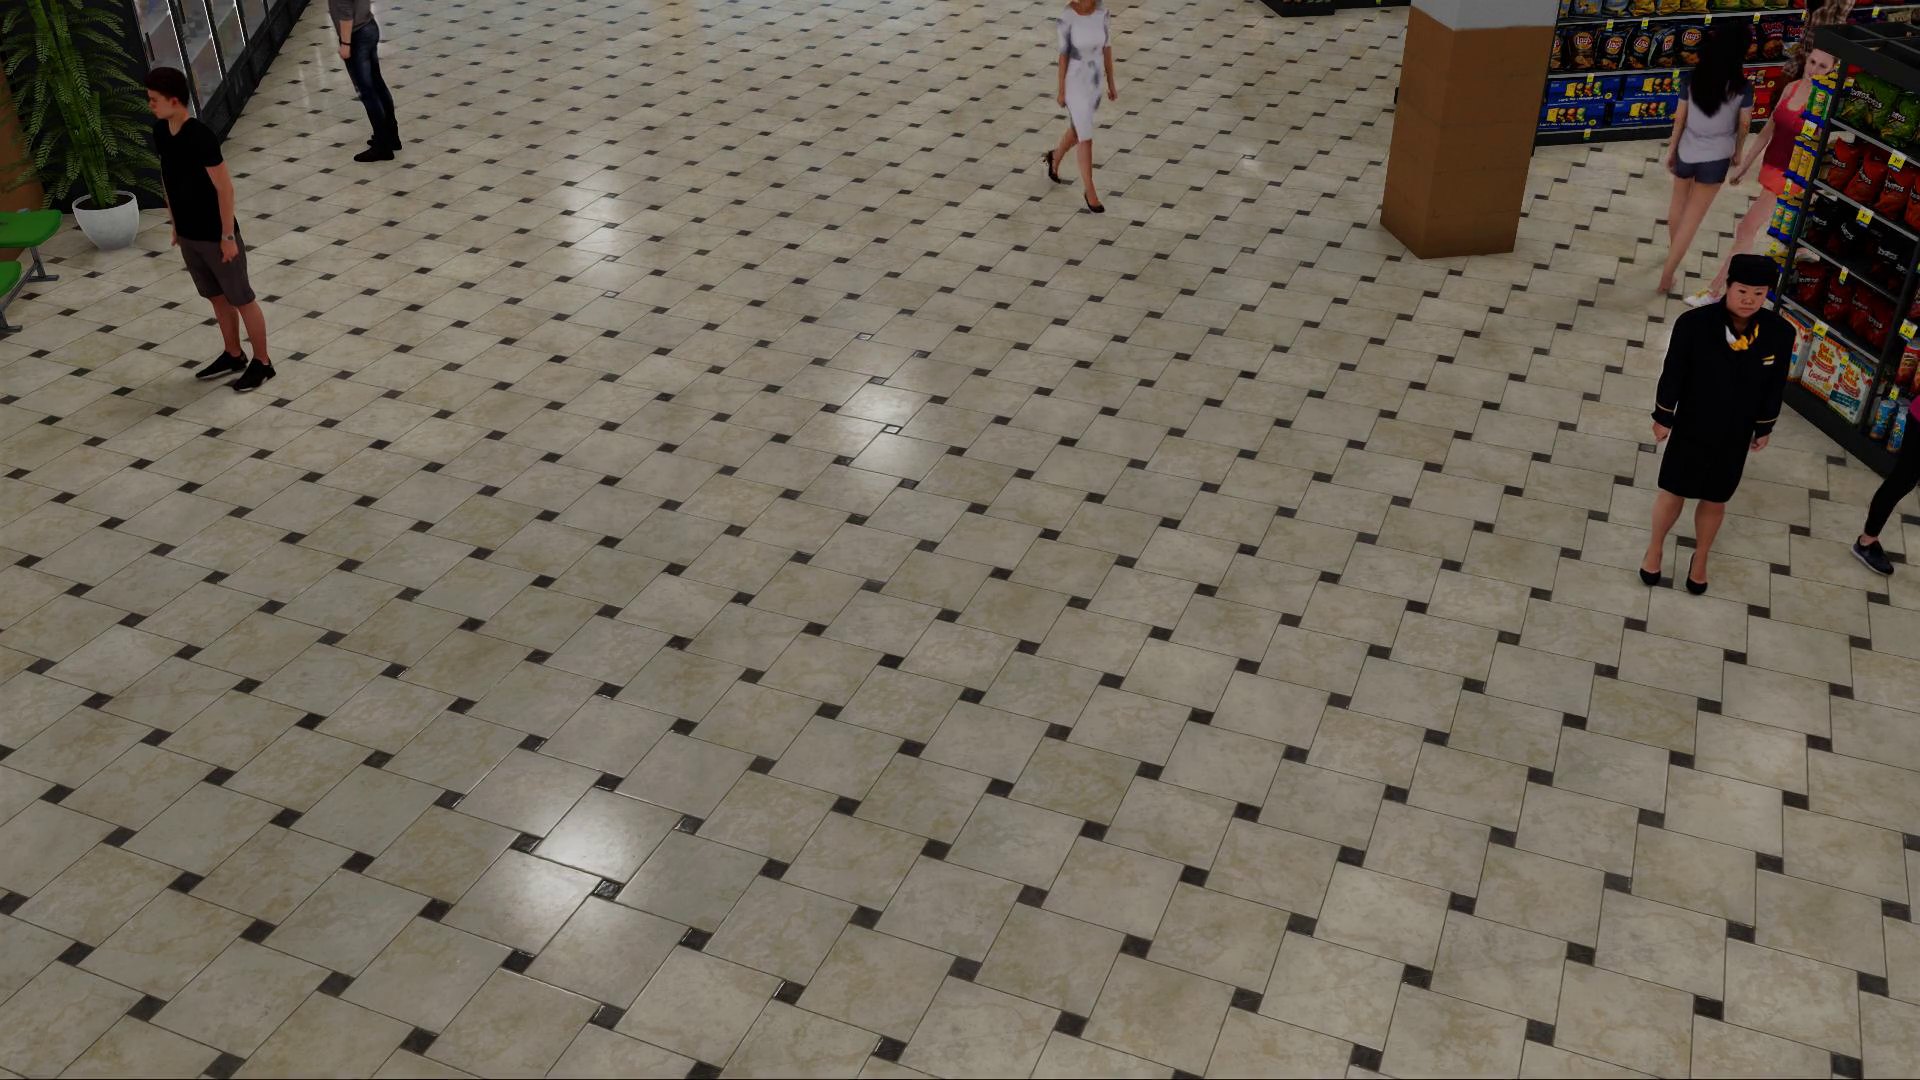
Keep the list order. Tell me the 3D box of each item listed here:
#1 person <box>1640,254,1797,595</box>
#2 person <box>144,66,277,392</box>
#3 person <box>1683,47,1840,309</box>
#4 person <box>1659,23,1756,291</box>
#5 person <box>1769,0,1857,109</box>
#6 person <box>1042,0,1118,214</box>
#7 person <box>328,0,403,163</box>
[{"bbox_3d":[3.443,-0.521,7.596,0.729,1.671,0.847,9,33,14],"label":"person"},{"bbox_3d":[-4.246,-1.761,9.410,0.744,1.861,0.818,18,36,26],"label":"person"},{"bbox_3d":[5.195,-2.246,10.348,1.187,1.694,0.585,-6,32,-9],"label":"person"},{"bbox_3d":[4.717,-2.400,10.630,1.022,1.658,1.138,23,39,32],"label":"person"},{"bbox_3d":[6.436,-3.570,12.398,0.638,1.776,0.586,-5,32,-9],"label":"person"},{"bbox_3d":[0.839,-3.286,11.998,1.080,1.717,0.949,-21,37,-30],"label":"person"},{"bbox_3d":[-4.623,-3.883,12.781,0.640,1.903,0.738,1,32,2],"label":"person"}]
